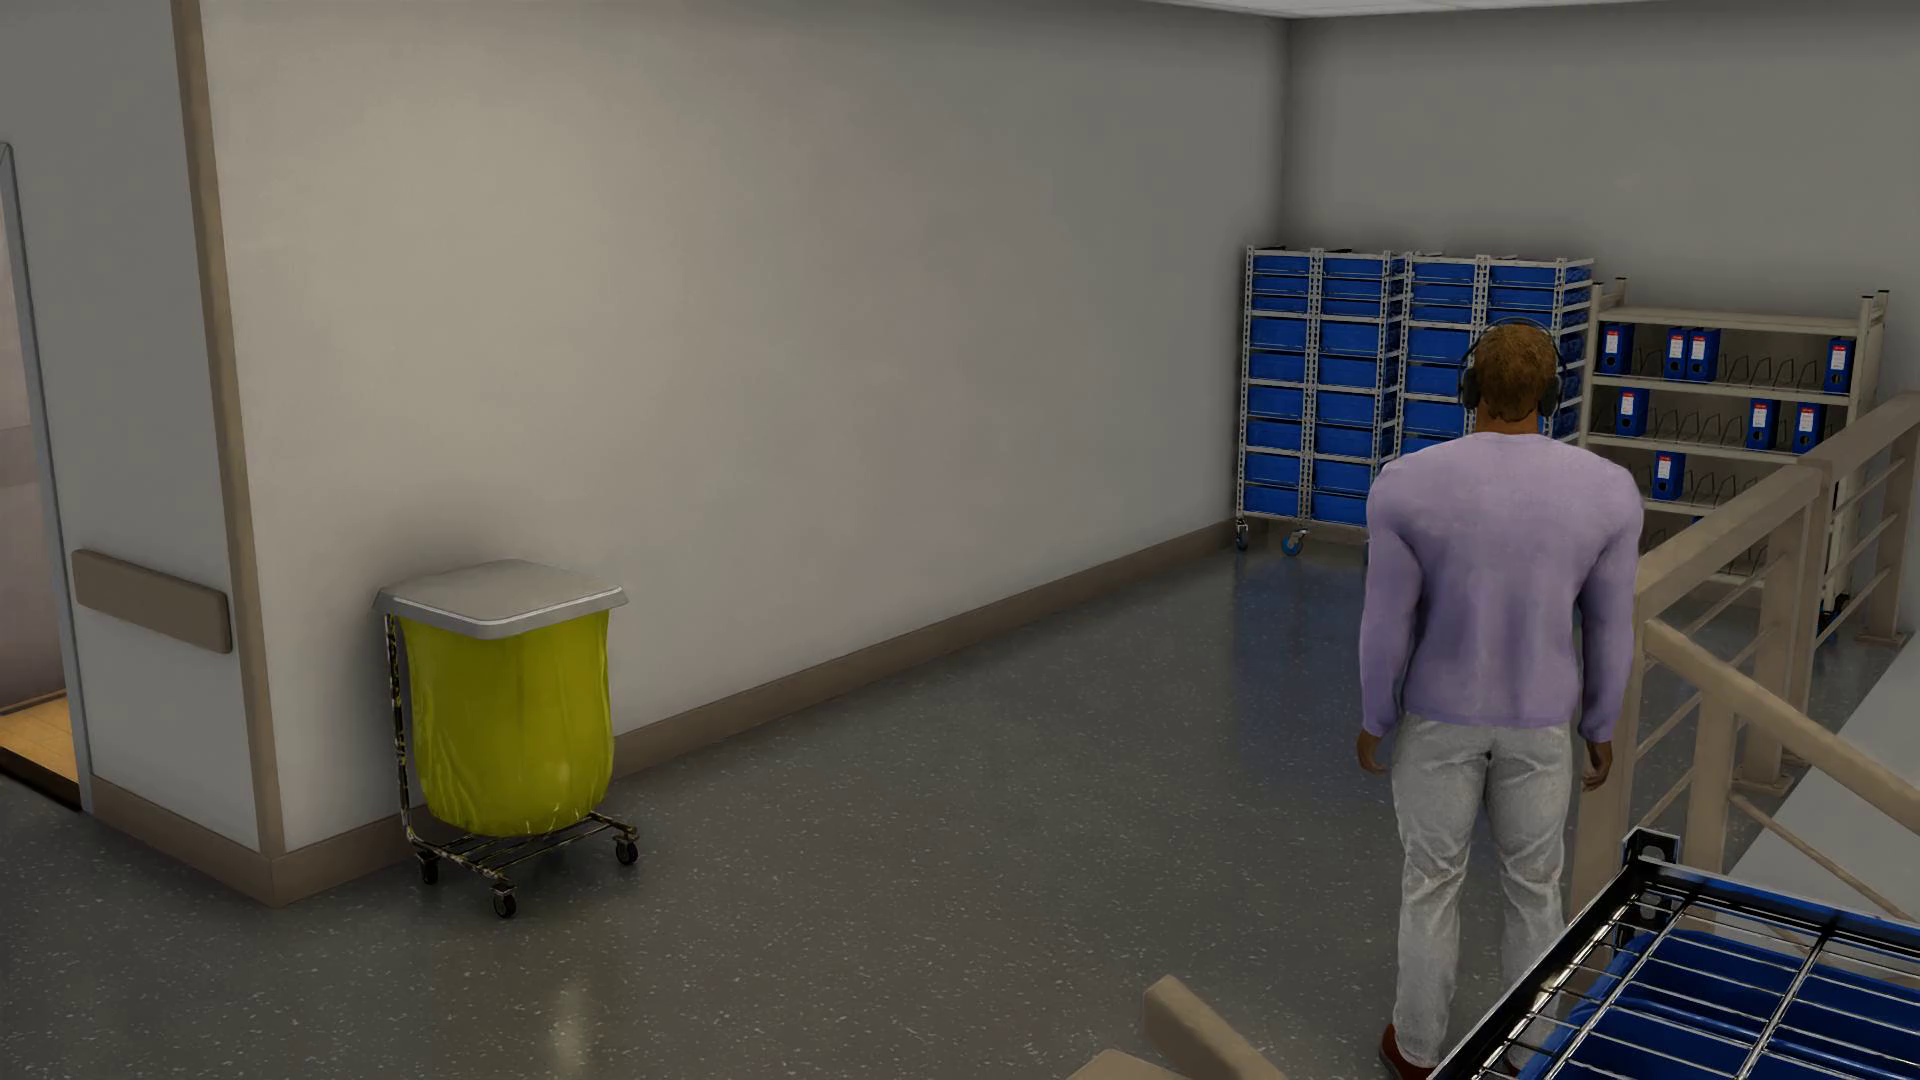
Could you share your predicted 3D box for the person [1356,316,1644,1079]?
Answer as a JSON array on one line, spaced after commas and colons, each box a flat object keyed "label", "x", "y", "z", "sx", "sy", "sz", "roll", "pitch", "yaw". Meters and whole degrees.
[{"label": "person", "x": 1.276, "y": 0.435, "z": 4.024, "sx": 0.635, "sy": 1.937, "sz": 0.352, "roll": 2, "pitch": 14, "yaw": 8}]
